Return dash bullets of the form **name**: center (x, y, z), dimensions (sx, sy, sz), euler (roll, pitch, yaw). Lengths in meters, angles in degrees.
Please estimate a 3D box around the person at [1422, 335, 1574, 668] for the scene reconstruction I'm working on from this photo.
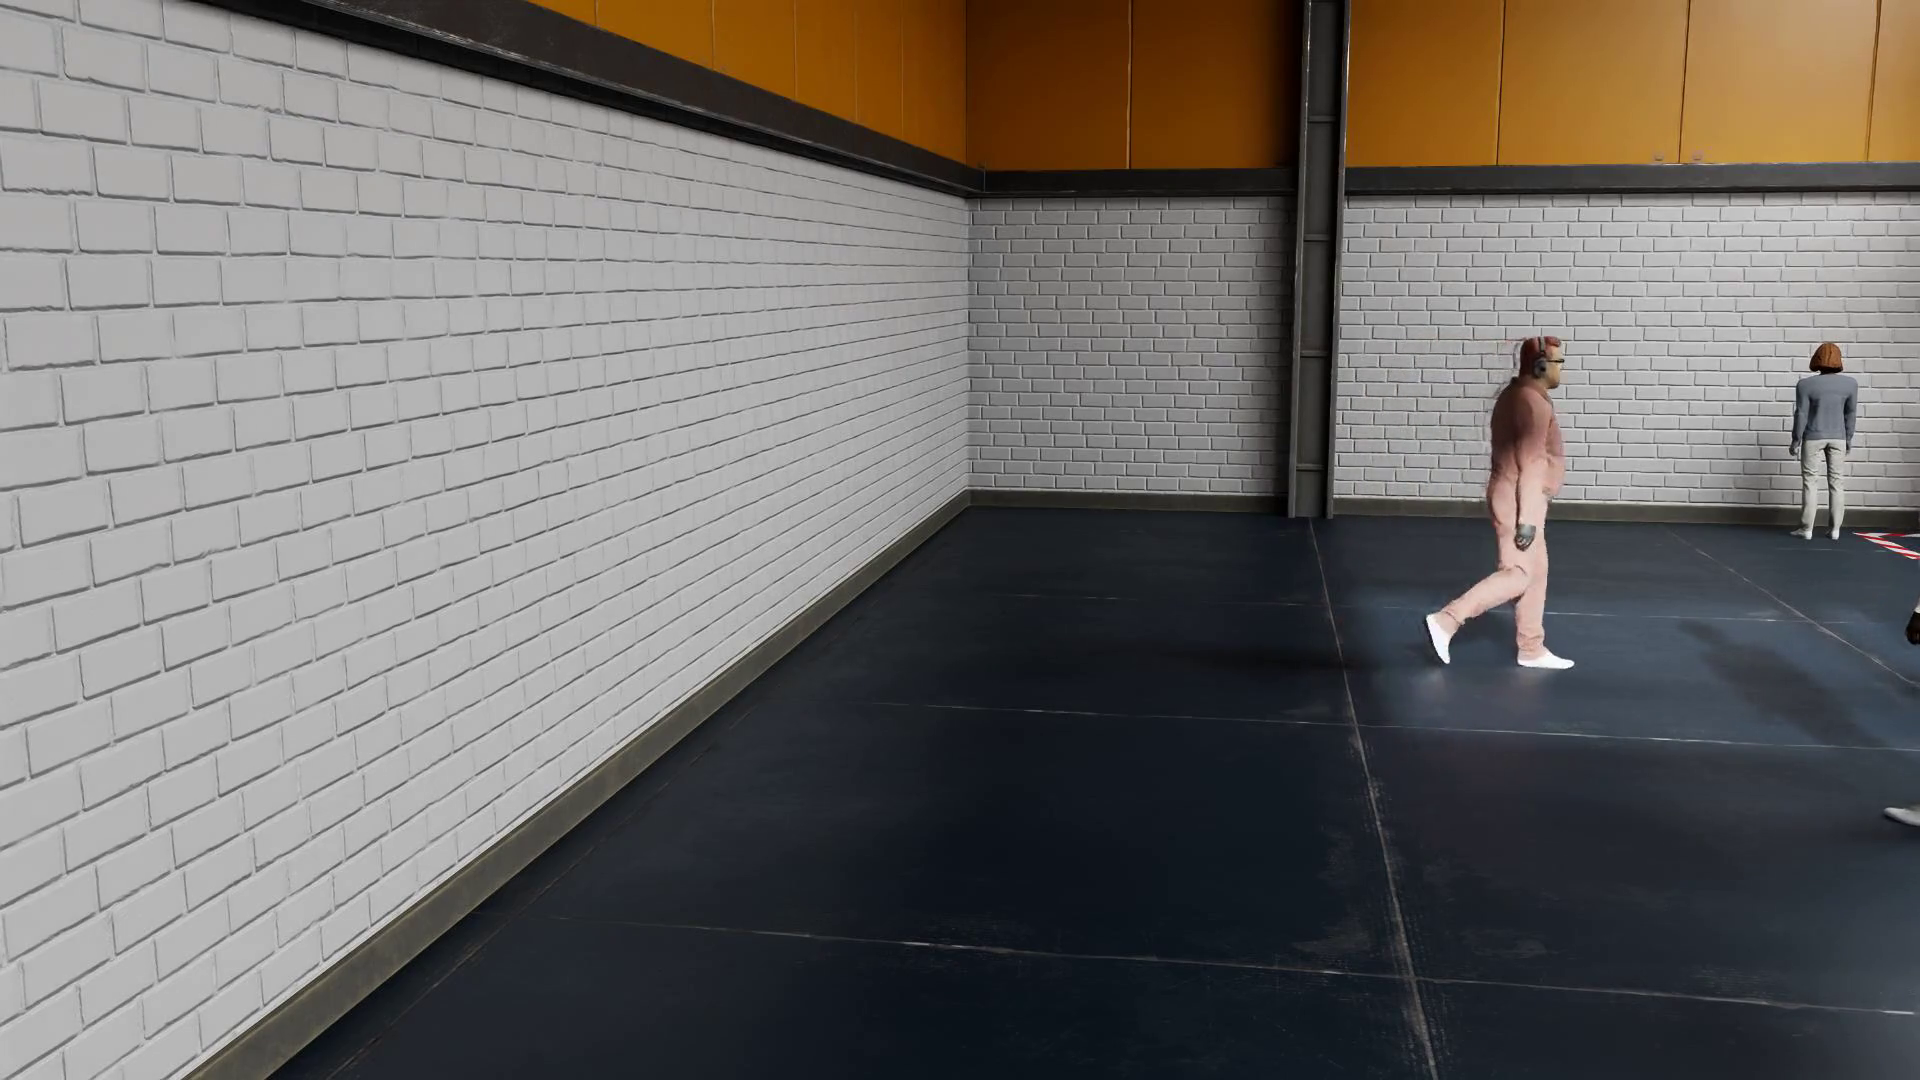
- **person**: center (3.020, -0.191, 9.193), dimensions (0.784, 1.880, 0.649), euler (1, 9, 6)

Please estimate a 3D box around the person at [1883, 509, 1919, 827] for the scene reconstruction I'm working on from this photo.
- **person**: center (3.964, 0.199, 6.599), dimensions (0.594, 1.924, 0.382), euler (-5, 11, -29)

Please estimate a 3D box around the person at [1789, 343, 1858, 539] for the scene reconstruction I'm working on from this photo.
- **person**: center (7.147, -0.813, 13.785), dimensions (0.497, 1.634, 0.279), euler (1, 9, 5)
